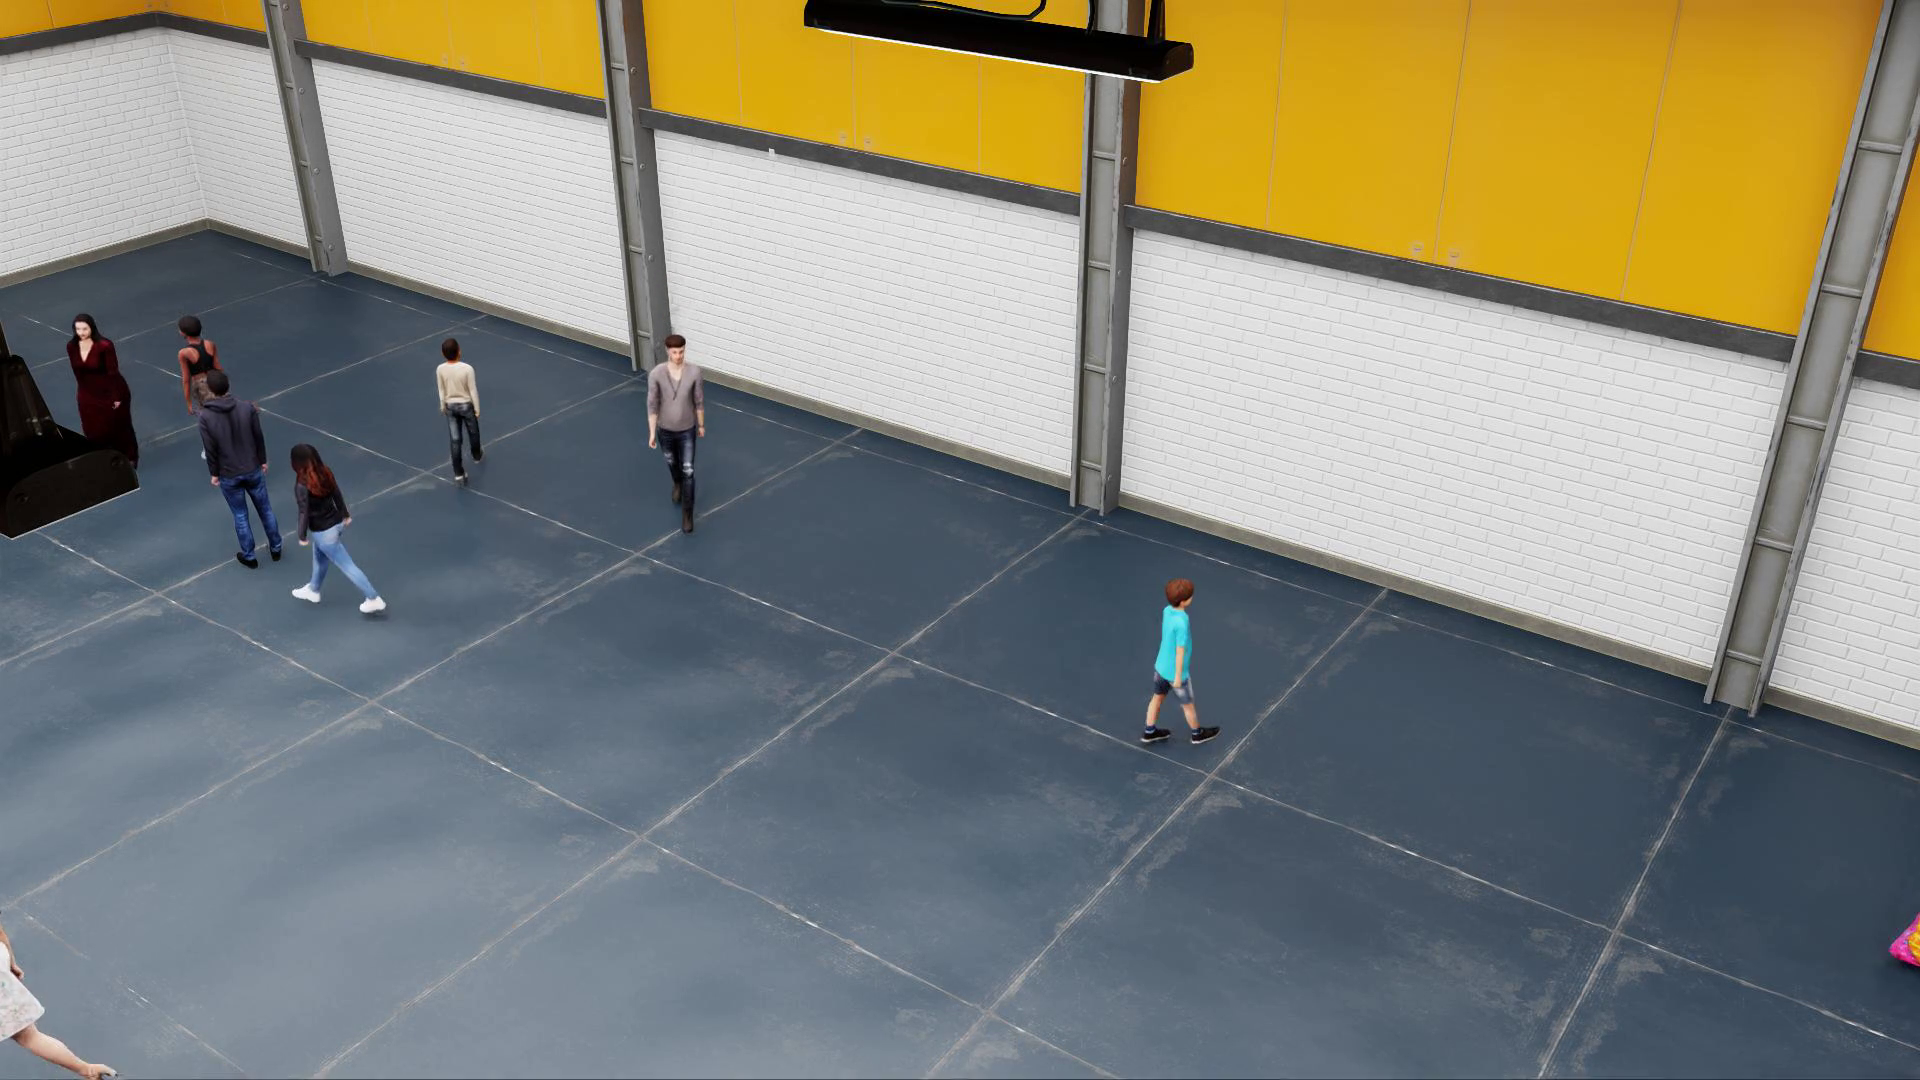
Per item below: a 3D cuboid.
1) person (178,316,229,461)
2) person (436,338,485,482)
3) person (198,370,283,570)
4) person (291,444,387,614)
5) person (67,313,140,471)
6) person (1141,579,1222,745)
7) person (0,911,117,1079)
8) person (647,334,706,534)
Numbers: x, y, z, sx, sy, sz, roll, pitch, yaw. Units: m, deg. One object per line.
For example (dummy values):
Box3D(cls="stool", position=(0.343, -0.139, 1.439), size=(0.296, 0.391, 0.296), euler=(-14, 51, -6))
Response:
Box3D(cls="person", position=(-7.458, -1.403, 16.635), size=(1.163, 1.660, 0.600), euler=(18, 33, 29))
Box3D(cls="person", position=(-5.029, -1.284, 16.648), size=(0.981, 1.439, 1.001), euler=(-2, 29, -4))
Box3D(cls="person", position=(-6.489, -0.635, 14.983), size=(0.737, 1.893, 0.687), euler=(-20, 35, -33))
Box3D(cls="person", position=(-5.349, -0.053, 14.247), size=(1.244, 1.577, 0.957), euler=(6, 29, 11))
Box3D(cls="person", position=(-8.559, -1.496, 16.726), size=(0.794, 1.735, 0.866), euler=(0, 29, 1))
Box3D(cls="person", position=(1.550, 0.946, 12.569), size=(0.879, 1.431, 0.850), euler=(-8, 30, -14))
Box3D(cls="person", position=(-5.362, 2.540, 9.334), size=(1.219, 1.730, 1.031), euler=(0, 29, 0))
Box3D(cls="person", position=(-2.707, -1.096, 15.868), size=(1.248, 1.856, 1.255), euler=(-2, 29, -4))
